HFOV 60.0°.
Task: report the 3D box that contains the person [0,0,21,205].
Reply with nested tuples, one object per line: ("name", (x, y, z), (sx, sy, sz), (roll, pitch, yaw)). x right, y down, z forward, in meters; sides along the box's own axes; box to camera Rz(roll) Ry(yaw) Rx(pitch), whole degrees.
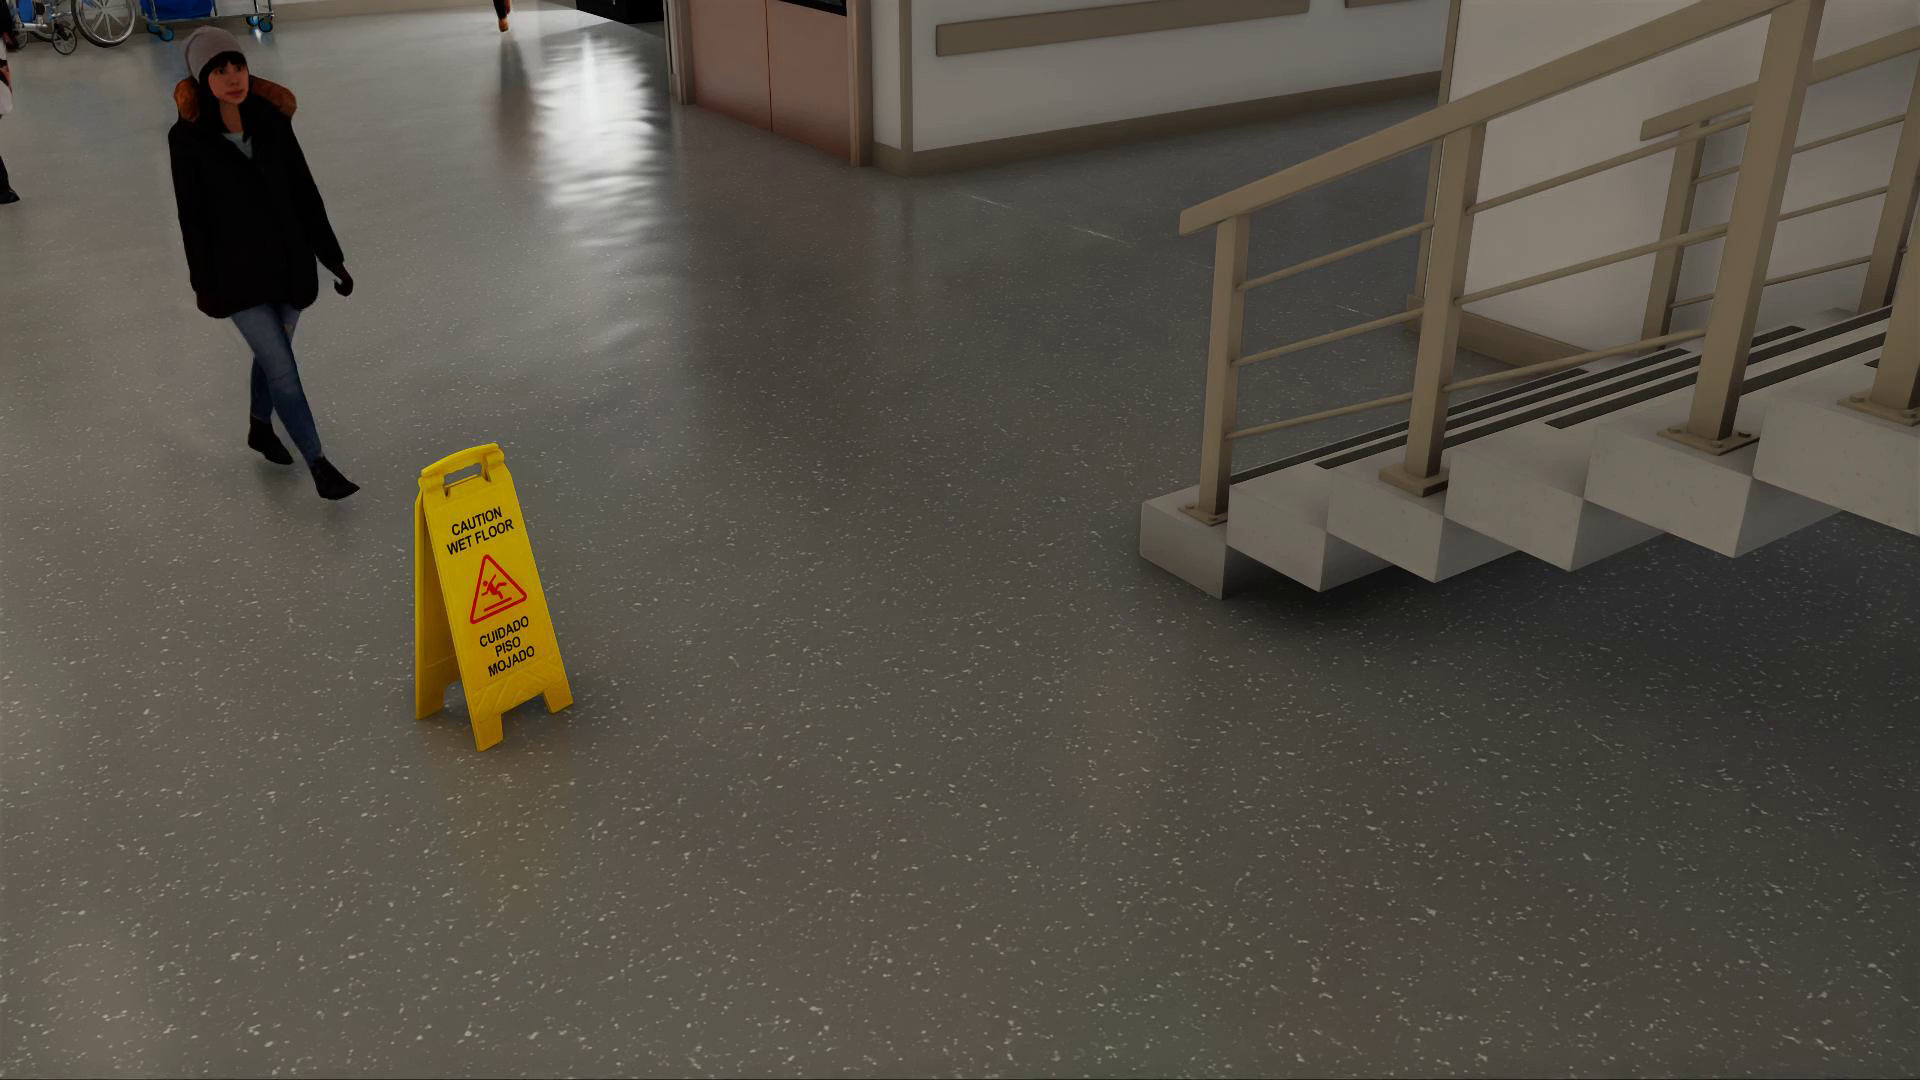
("person", (-5.746, -2.908, 9.555), (0.798, 1.872, 1.143), (-22, 33, -38))

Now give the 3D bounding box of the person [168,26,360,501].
("person", (-2.471, -0.949, 5.812), (1.101, 1.594, 0.797), (20, 32, 36))
